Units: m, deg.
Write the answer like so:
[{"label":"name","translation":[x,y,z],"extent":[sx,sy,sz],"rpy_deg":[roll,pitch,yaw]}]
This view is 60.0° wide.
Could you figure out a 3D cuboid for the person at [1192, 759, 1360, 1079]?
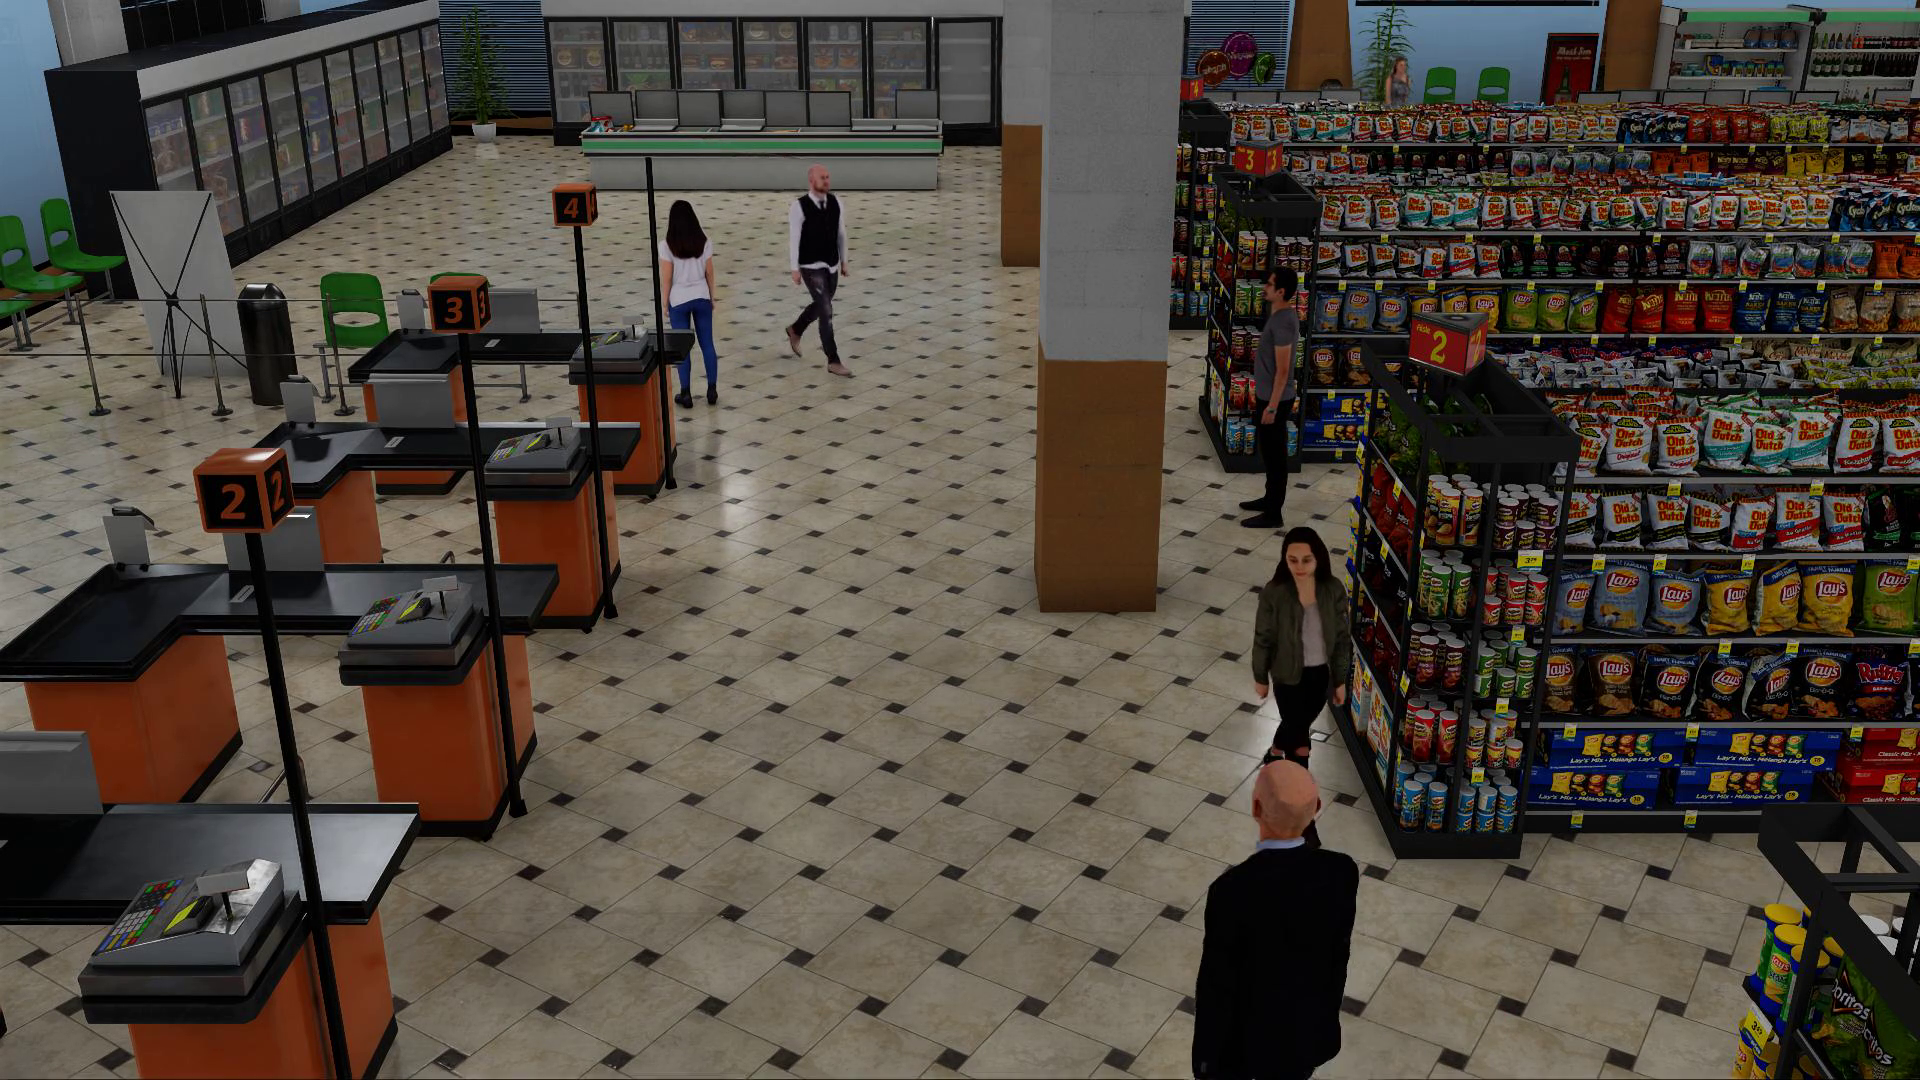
[{"label":"person","translation":[0.941,1.495,4.920],"extent":[0.806,1.788,0.848],"rpy_deg":[-5,23,-13]}]

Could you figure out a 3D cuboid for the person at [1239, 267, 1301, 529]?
[{"label":"person","translation":[2.099,-0.958,11.072],"extent":[0.589,1.754,0.649],"rpy_deg":[3,22,8]}]

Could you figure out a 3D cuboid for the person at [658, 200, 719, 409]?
[{"label":"person","translation":[-2.191,-1.901,13.512],"extent":[0.594,1.684,0.728],"rpy_deg":[-9,24,-21]}]

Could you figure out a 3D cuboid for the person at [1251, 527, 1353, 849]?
[{"label":"person","translation":[1.546,0.605,7.605],"extent":[0.969,1.438,0.727],"rpy_deg":[-3,22,-8]}]

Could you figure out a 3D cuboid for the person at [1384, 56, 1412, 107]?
[{"label":"person","translation":[6.193,-6.085,23.976],"extent":[1.140,1.646,0.755],"rpy_deg":[-4,22,-11]}]

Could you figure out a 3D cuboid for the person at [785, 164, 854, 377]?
[{"label":"person","translation":[-1.277,-2.351,14.502],"extent":[1.256,1.782,1.262],"rpy_deg":[-18,28,-38]}]
